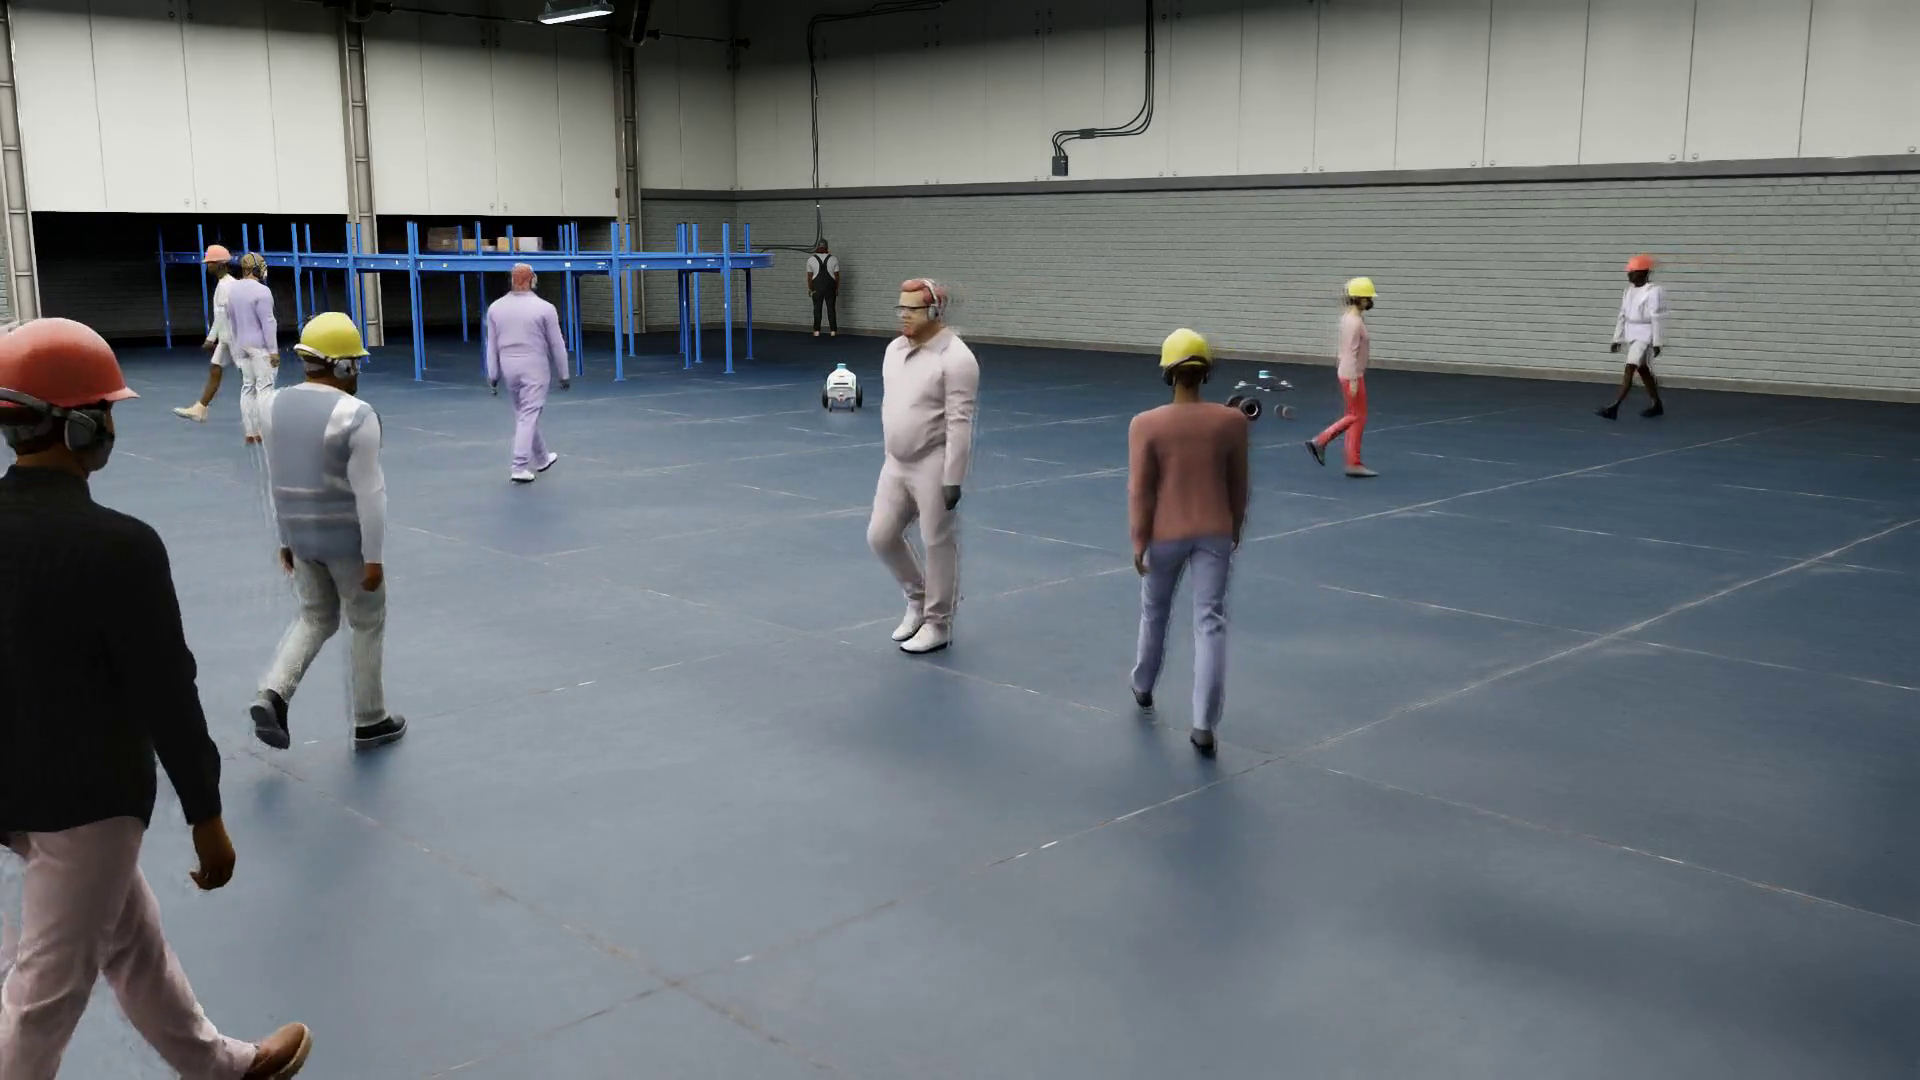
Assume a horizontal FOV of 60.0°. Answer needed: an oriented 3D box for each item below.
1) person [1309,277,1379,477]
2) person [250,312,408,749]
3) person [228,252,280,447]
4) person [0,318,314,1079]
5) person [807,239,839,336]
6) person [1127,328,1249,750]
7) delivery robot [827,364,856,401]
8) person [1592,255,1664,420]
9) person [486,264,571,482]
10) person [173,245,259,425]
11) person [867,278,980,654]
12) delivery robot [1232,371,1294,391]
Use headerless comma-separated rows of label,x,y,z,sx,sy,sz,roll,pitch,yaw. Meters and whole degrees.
person,3.413,-1.431,14.617,0.533,1.746,0.535,3,11,14
person,-2.569,-0.011,6.717,0.596,1.807,0.615,4,11,20
person,-7.055,-1.909,16.714,0.627,1.940,0.372,7,12,33
person,-1.818,0.513,3.501,0.644,1.937,1.045,5,11,25
person,-2.881,-5.304,35.067,0.672,2.000,0.536,-1,10,-6
person,0.960,-0.030,7.085,0.539,1.717,0.920,0,10,-2
delivery robot,-1.450,-1.921,20.416,0.477,0.478,0.707,-1,10,-3
person,7.824,-2.343,19.251,1.009,1.882,0.571,-2,11,-13
person,-3.738,-1.465,14.518,0.671,1.850,0.985,3,11,15
person,-8.225,-2.255,18.436,1.058,1.987,0.619,-6,12,-28
person,-0.204,-0.365,8.412,0.429,1.891,0.676,-10,14,-43
delivery robot,3.527,-1.853,19.337,0.698,0.223,0.335,-2,11,-11
